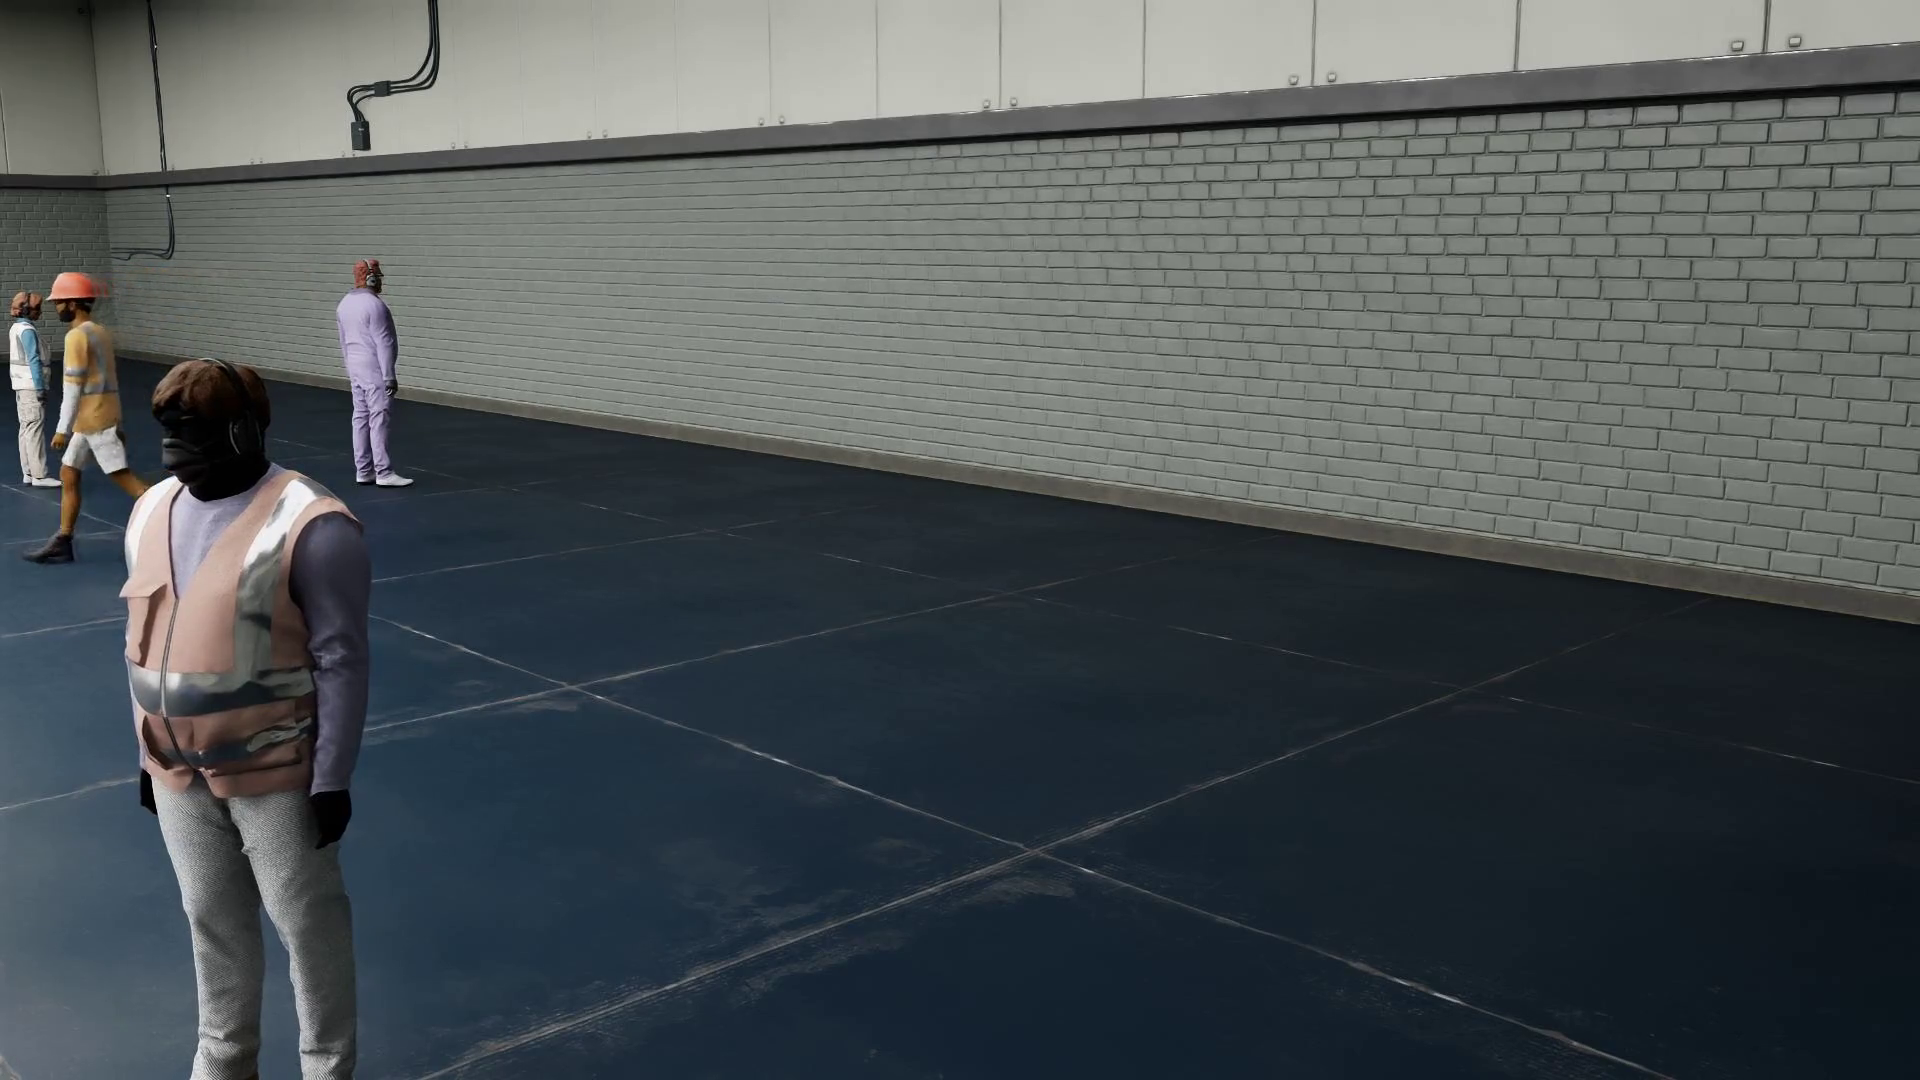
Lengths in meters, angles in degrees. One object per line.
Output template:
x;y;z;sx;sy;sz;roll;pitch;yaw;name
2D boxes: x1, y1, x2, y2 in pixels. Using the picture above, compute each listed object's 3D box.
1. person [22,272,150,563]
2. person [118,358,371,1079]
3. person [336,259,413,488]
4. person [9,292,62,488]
-5.556;-0.788;10.777;1.025;1.887;0.543;-4;11;-19;person
-1.637;0.510;3.792;0.625;1.844;0.429;4;11;19;person
-4.948;-1.406;14.058;0.639;1.910;0.407;9;13;39;person
-7.814;-1.262;14.008;0.310;1.640;0.514;-9;14;-40;person
